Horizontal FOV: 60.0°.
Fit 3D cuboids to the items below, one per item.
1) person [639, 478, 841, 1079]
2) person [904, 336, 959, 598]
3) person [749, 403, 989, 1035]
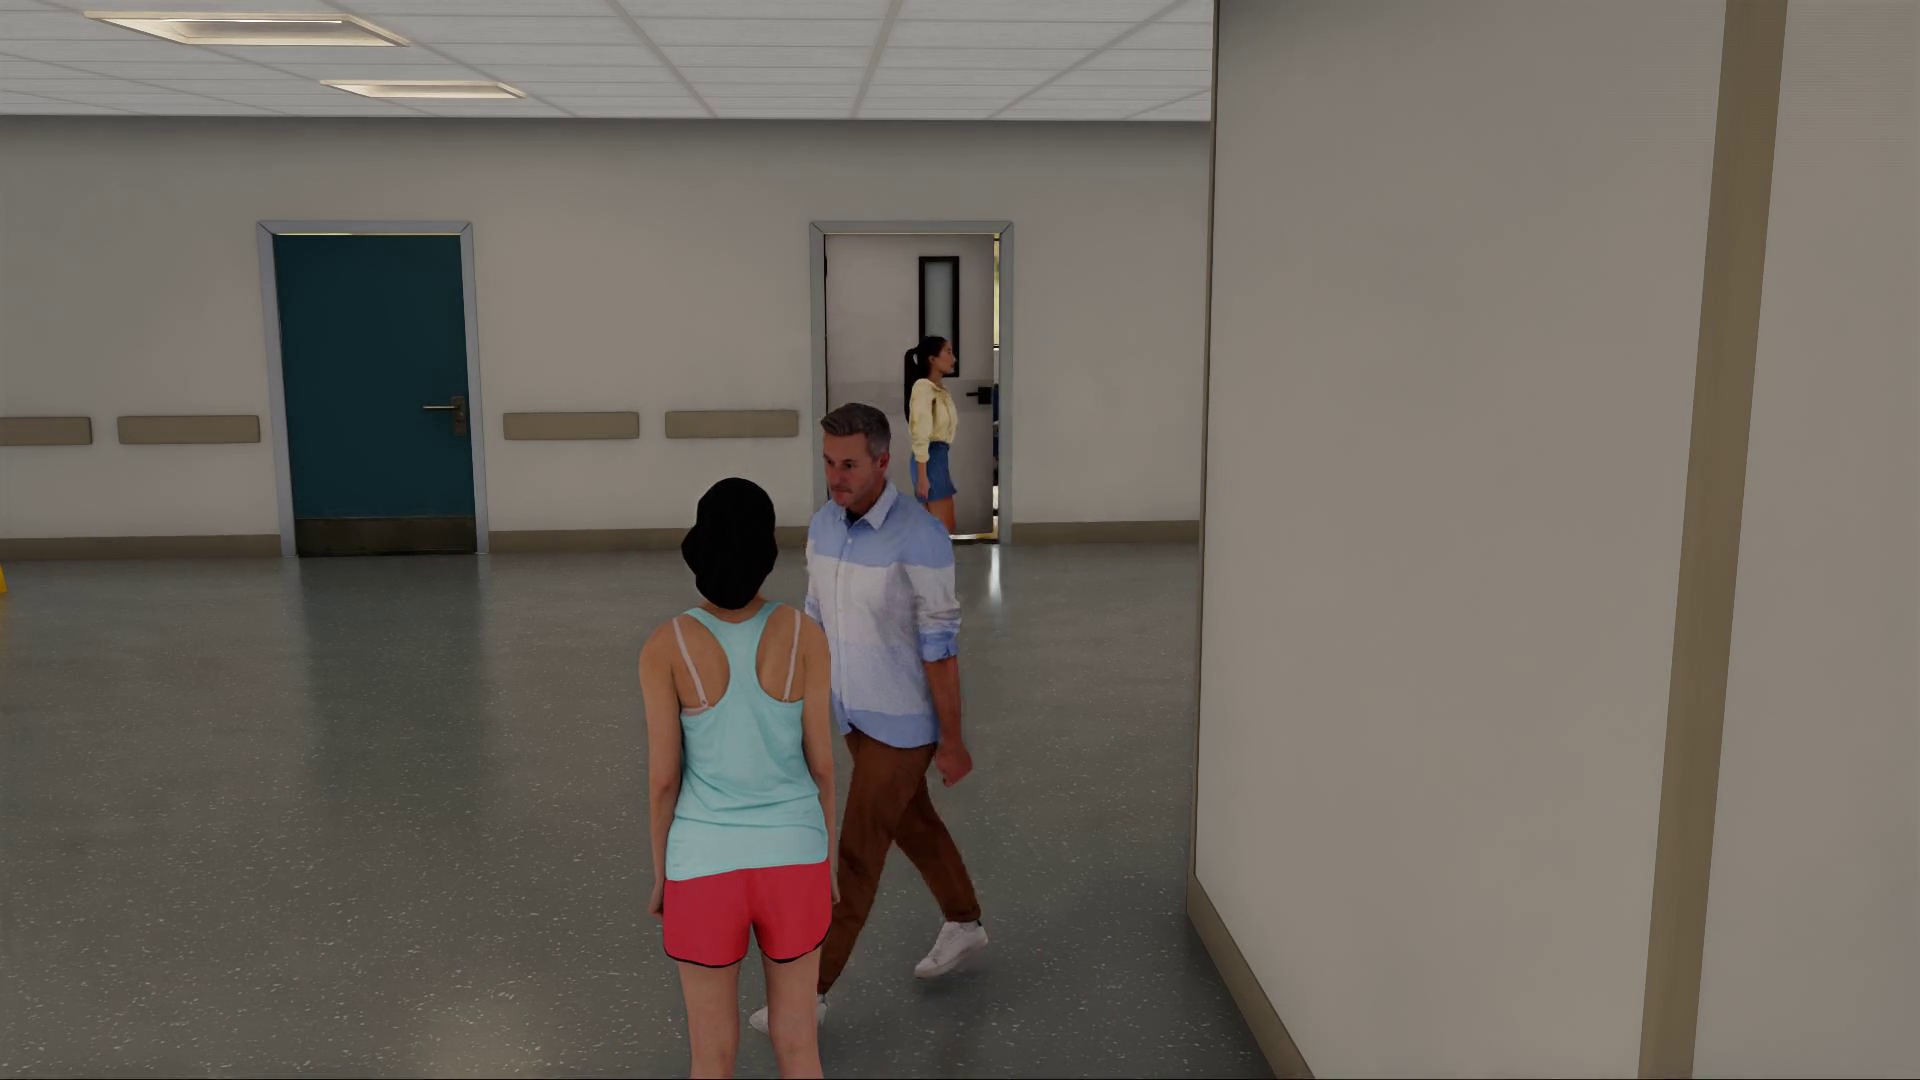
[{"bbox_3d":[-0.466,0.732,3.637,0.555,1.765,0.665,-2,11,-12],"label":"person"},{"bbox_3d":[-0.249,-0.417,10.087,0.725,1.618,0.717,2,11,9],"label":"person"},{"bbox_3d":[-0.153,0.503,4.838,1.253,1.767,1.094,-9,14,-41],"label":"person"}]
